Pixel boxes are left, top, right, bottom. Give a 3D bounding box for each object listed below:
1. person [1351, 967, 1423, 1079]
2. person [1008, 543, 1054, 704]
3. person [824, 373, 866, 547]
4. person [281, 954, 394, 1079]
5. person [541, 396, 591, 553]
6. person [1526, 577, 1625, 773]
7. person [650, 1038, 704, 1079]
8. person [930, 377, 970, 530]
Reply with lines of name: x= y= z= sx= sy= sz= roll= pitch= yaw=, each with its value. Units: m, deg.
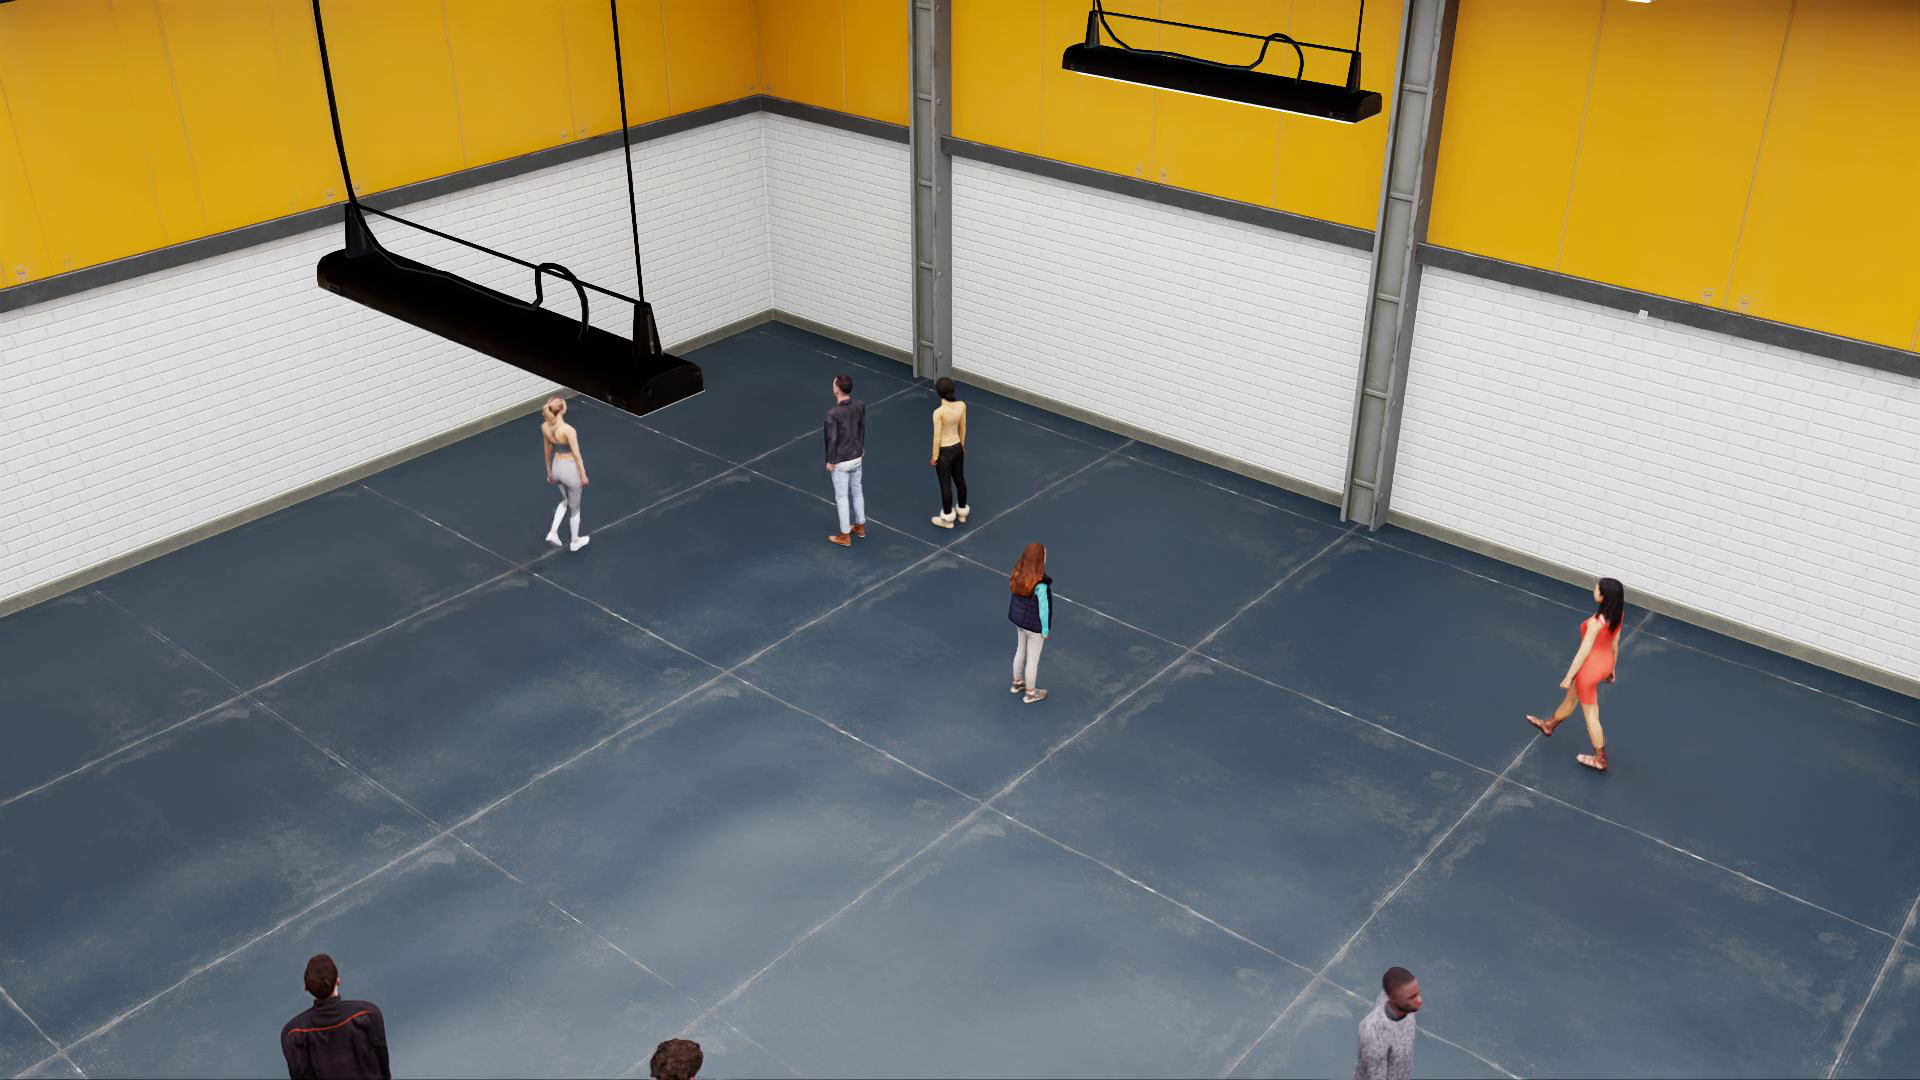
person: x=2.312 y=3.110 z=9.544 sx=0.793 sy=1.819 sz=0.741 roll=19 pitch=34 yaw=31
person: x=0.598 y=0.695 z=14.308 sx=0.692 sy=1.498 sz=0.593 roll=-17 pitch=33 yaw=-28
person: x=-1.137 y=-0.811 z=16.716 sx=0.549 sy=1.836 sz=0.653 roll=23 pitch=36 yaw=36
person: x=-3.472 y=3.120 z=9.429 sx=0.774 sy=1.912 sz=0.750 roll=-12 pitch=31 yaw=-21
person: x=-3.963 y=-0.616 z=16.509 sx=0.705 sy=1.691 sz=0.682 roll=16 pitch=33 yaw=27
person: x=5.141 y=1.109 z=13.366 sx=0.717 sy=1.673 sz=1.072 roll=-23 pitch=36 yaw=-35
person: x=-1.445 y=3.372 z=9.133 sx=1.130 sy=1.754 sz=1.104 roll=2 pitch=29 yaw=3
person: x=-0.103 y=-0.911 z=17.084 sx=0.627 sy=1.658 sz=0.587 roll=-22 pitch=35 yaw=-34
